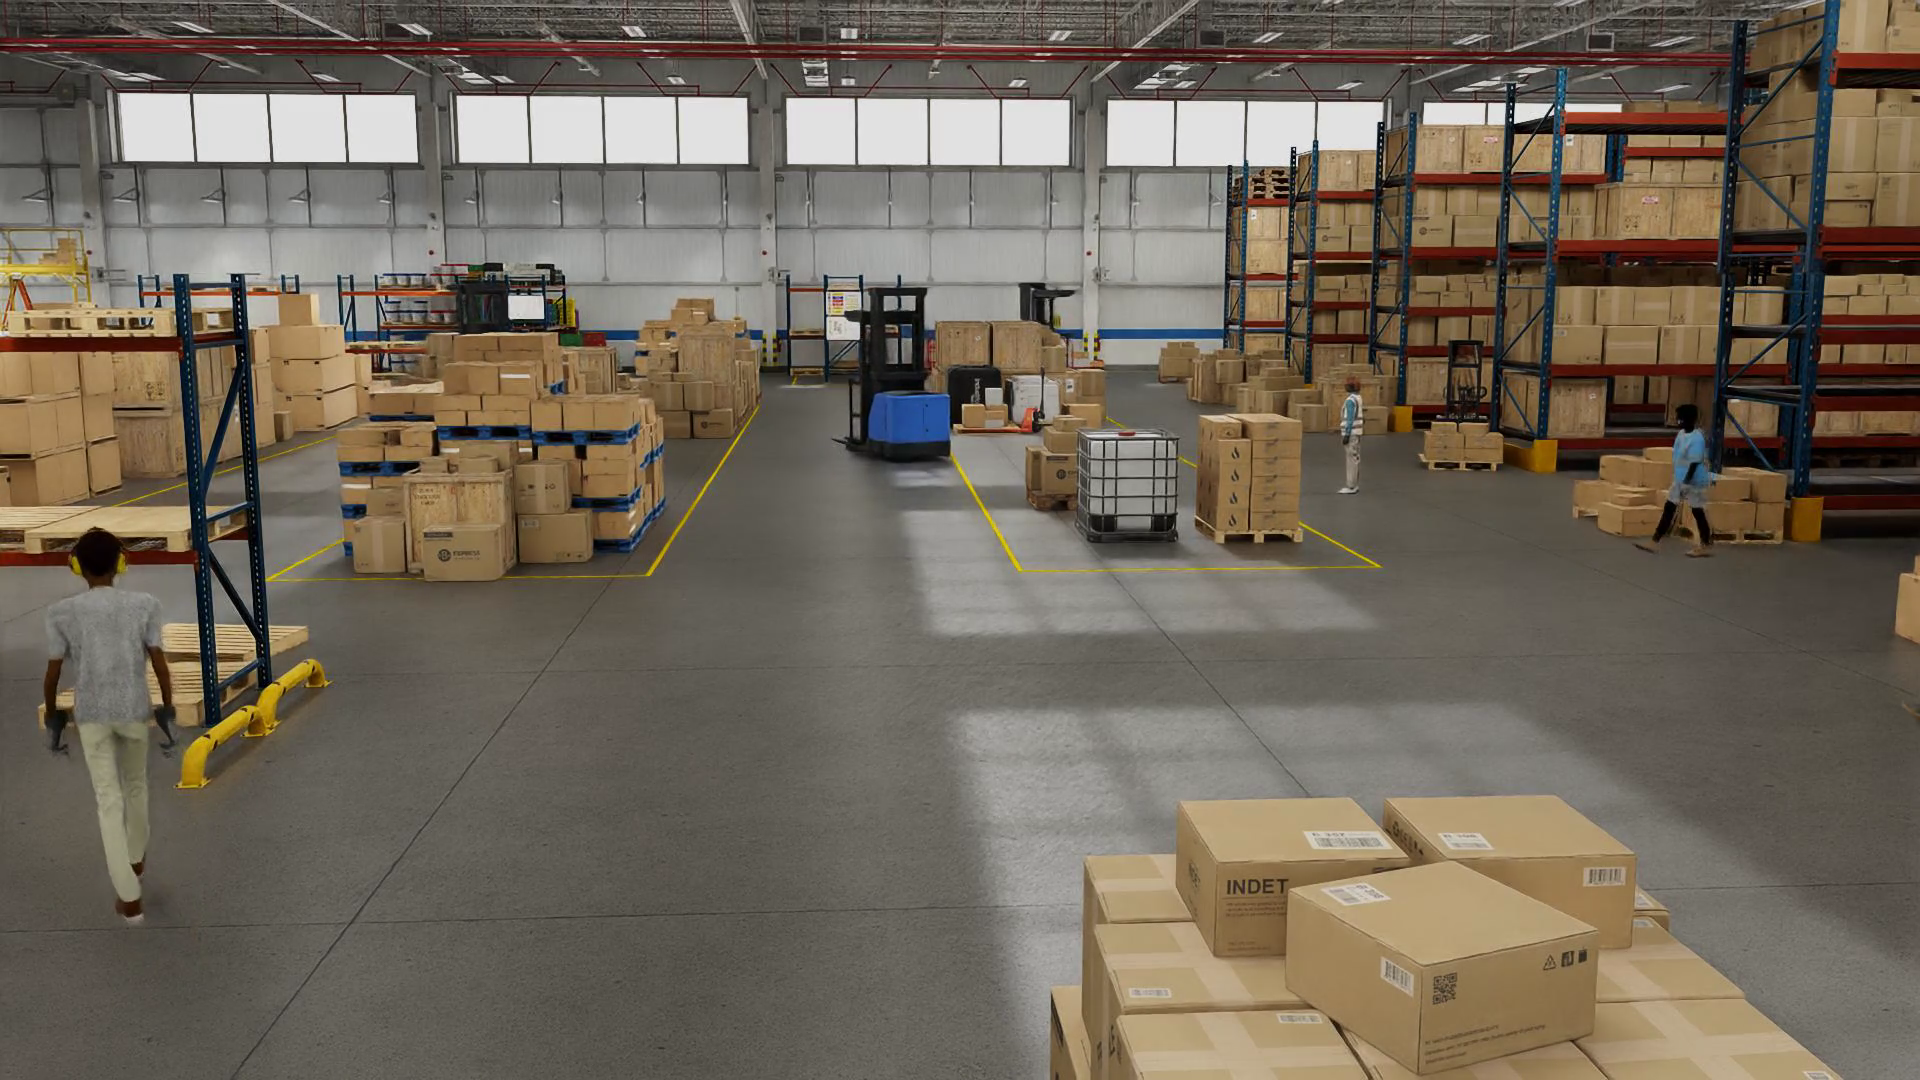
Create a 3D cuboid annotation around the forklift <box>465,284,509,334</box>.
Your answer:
[{"bbox_3d":[-10.683,-4.419,37.778,1.129,2.768,1.873,-7,12,-38],"label":"forklift"}]

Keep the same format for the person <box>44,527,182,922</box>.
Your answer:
[{"bbox_3d":[-4.093,0.846,7.992,0.559,1.829,0.915,-6,11,-34],"label":"person"}]

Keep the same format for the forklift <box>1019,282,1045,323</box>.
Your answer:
[{"bbox_3d":[1.922,-5.534,44.780,1.873,2.768,1.129,5,10,30],"label":"forklift"}]

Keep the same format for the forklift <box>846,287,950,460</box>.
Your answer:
[{"bbox_3d":[-1.024,-2.809,27.666,1.129,2.768,1.873,-5,10,-28],"label":"forklift"}]

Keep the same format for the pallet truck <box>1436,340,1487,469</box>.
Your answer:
[{"bbox_3d":[8.004,-2.170,26.422,0.823,1.965,1.885,2,9,14],"label":"pallet truck"}]

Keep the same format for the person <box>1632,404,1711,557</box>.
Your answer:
[{"bbox_3d":[7.687,-0.623,17.758,0.841,1.650,0.541,0,9,-1],"label":"person"}]

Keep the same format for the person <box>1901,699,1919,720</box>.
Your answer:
[{"bbox_3d":[6.594,0.370,10.675,0.699,1.914,1.036,-8,12,-42],"label":"person"}]

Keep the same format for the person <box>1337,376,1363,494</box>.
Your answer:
[{"bbox_3d":[5.427,-1.457,23.047,0.307,1.645,0.518,4,10,24],"label":"person"}]
